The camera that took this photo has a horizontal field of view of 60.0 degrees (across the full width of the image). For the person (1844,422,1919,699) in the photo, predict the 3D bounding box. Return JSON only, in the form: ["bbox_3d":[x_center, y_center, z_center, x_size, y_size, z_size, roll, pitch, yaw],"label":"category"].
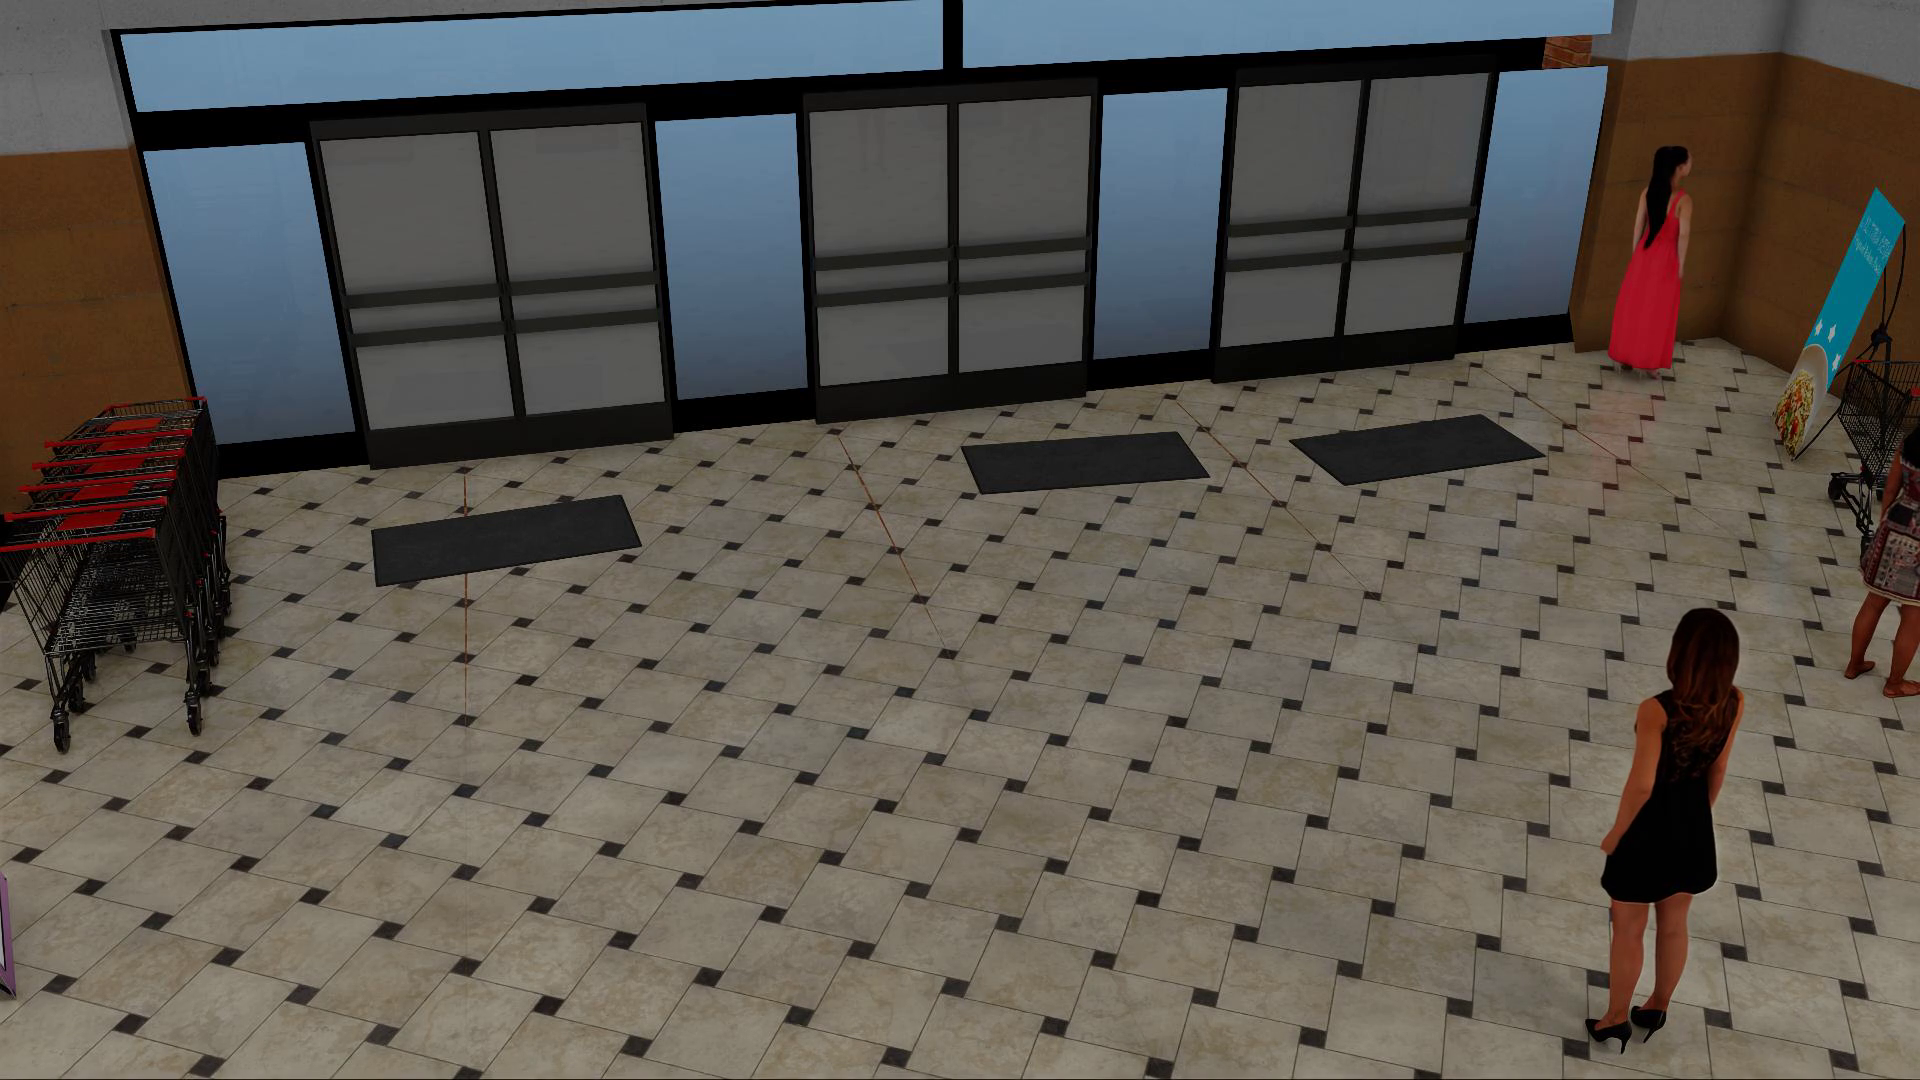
[{"bbox_3d":[4.754,0.006,8.277,0.764,1.645,0.569,-15,31,-27],"label":"person"}]

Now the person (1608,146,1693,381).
[{"bbox_3d":[5.090,-2.018,12.179,0.752,1.726,0.627,-18,32,-31],"label":"person"}]

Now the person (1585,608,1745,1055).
[{"bbox_3d":[2.519,1.069,5.973,0.570,1.834,0.509,-7,28,-13],"label":"person"}]
